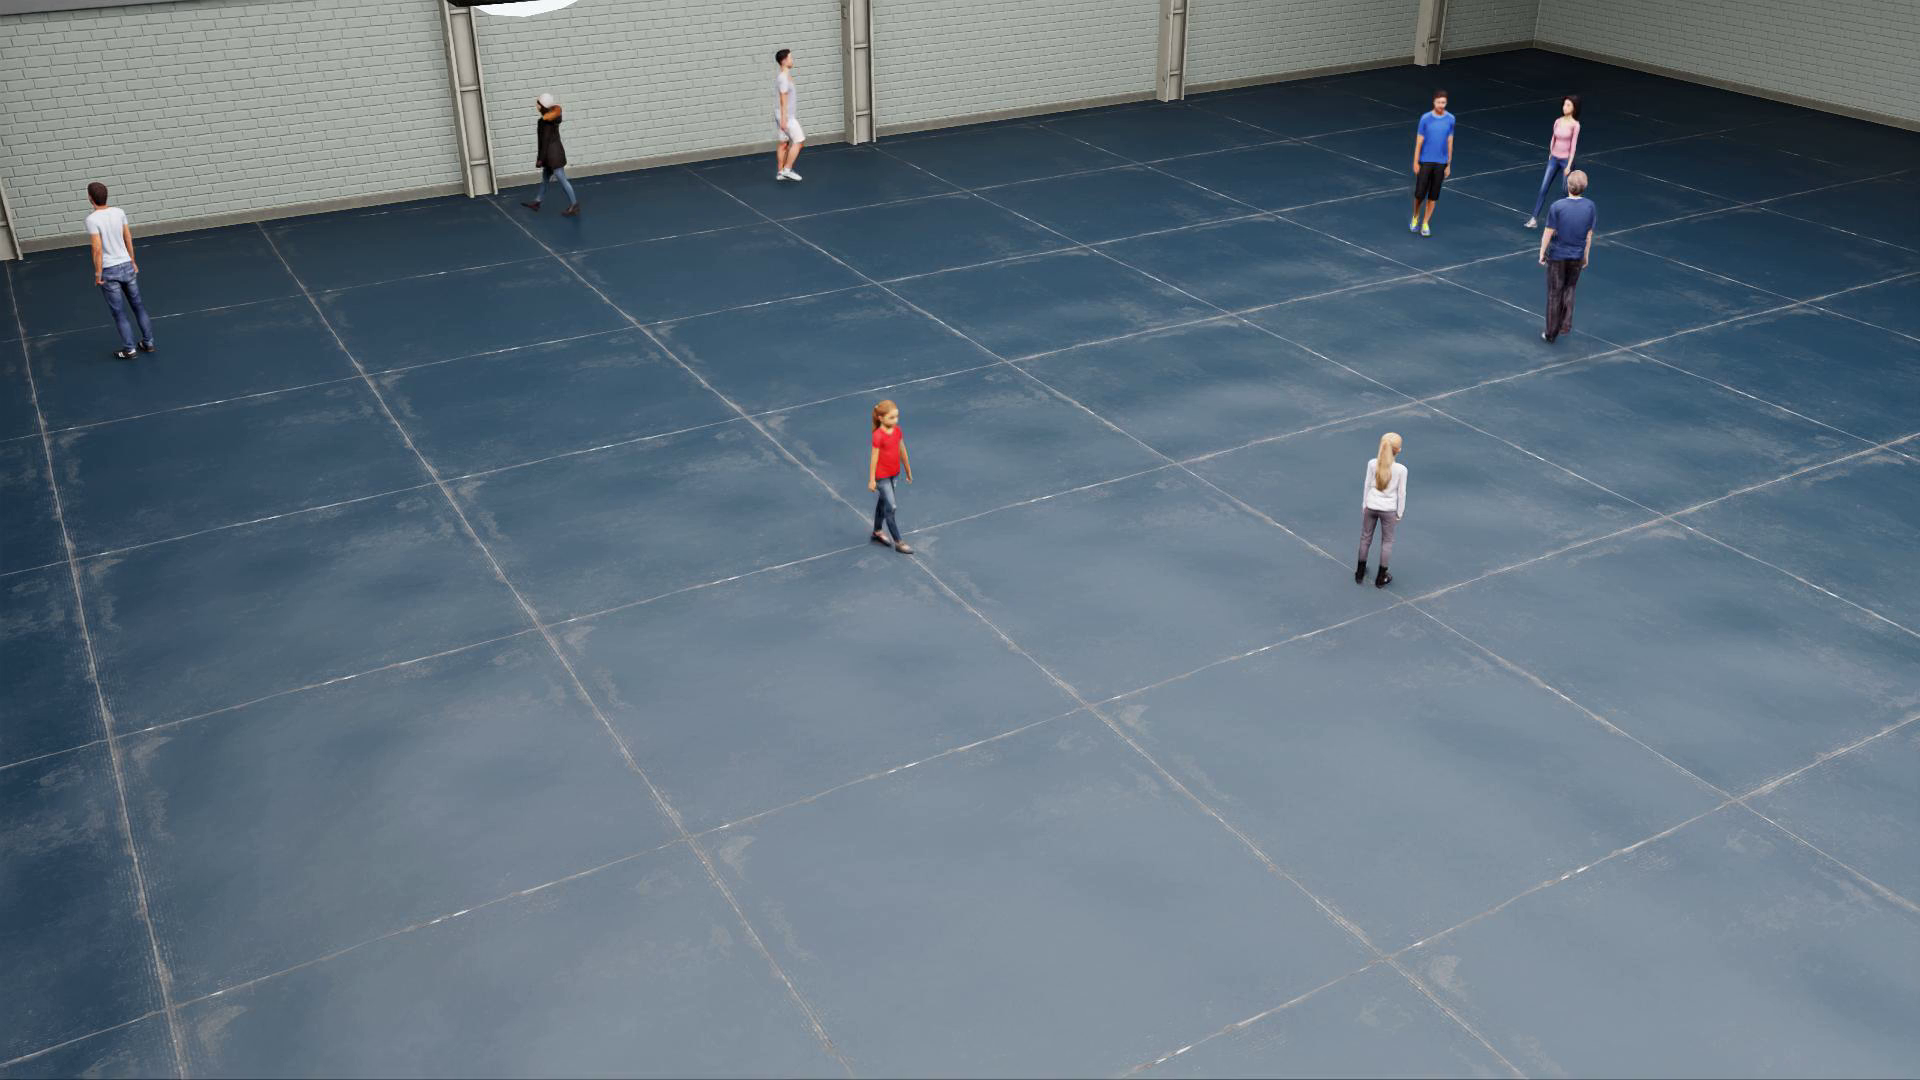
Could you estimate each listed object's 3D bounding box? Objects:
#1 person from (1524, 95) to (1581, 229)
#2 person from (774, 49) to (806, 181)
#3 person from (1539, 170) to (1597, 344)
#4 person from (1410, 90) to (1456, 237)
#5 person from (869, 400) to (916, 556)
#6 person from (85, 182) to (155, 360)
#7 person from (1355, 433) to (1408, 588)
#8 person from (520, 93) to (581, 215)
[{"bbox_3d":[7.879,-4.887,21.602,1.162,1.692,0.674,-18,32,-31],"label":"person"},{"bbox_3d":[-2.565,-6.021,23.640,0.755,1.843,0.762,-6,28,-12],"label":"person"},{"bbox_3d":[6.482,-2.982,17.715,0.759,1.863,0.855,2,27,3],"label":"person"},{"bbox_3d":[6.065,-4.861,21.374,0.703,1.855,0.783,2,27,3],"label":"person"},{"bbox_3d":[-0.652,-0.551,13.614,0.719,1.296,0.750,20,33,33],"label":"person"},{"bbox_3d":[-8.830,-2.832,17.421,0.780,1.865,0.663,14,31,26],"label":"person"},{"bbox_3d":[3.301,-0.247,13.044,0.561,1.277,0.603,14,31,26],"label":"person"},{"bbox_3d":[-5.330,-5.095,22.108,1.075,1.599,0.797,-6,28,-12],"label":"person"}]
